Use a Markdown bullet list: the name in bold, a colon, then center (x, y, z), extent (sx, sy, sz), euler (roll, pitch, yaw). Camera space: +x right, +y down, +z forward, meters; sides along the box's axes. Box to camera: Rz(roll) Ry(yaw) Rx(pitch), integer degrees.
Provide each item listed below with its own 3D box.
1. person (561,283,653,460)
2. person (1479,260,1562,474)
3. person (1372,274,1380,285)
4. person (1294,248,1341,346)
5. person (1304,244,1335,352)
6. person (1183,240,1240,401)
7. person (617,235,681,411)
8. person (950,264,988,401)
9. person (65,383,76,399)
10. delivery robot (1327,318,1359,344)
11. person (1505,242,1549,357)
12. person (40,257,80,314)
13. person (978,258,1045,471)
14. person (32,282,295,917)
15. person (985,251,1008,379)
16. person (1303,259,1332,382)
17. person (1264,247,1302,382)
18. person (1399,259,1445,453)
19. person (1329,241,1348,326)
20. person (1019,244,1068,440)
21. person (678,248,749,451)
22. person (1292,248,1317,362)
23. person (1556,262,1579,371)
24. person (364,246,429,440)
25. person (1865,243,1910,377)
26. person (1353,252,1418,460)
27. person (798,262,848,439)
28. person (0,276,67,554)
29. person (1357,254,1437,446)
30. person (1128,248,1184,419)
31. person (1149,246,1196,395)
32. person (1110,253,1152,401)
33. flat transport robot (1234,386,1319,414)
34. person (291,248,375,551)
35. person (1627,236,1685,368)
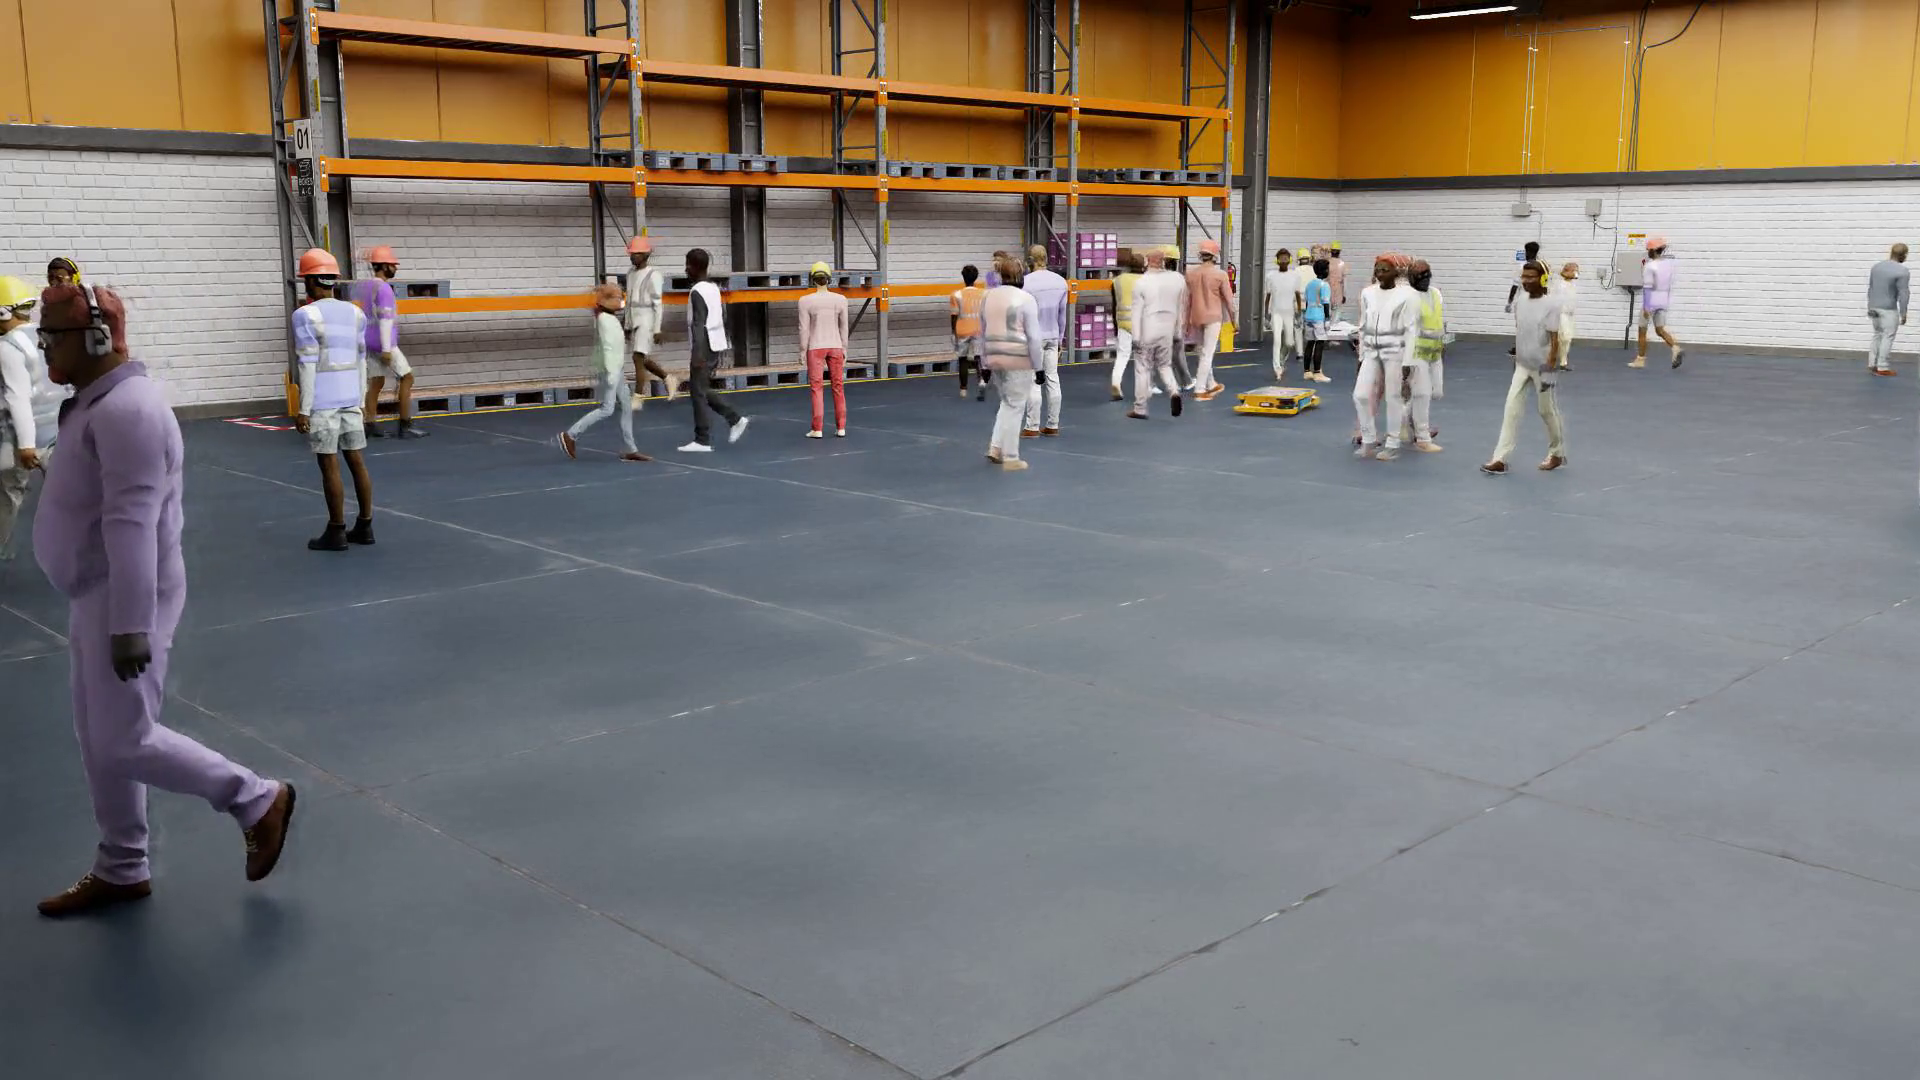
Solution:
- **person**: center (-3.175, -1.491, 14.848), extent (0.725, 1.608, 0.500), euler (0, 10, 0)
- **person**: center (4.870, -1.465, 14.144), extent (0.973, 1.819, 0.542), euler (-7, 12, -32)
- **person**: center (5.811, -2.969, 22.951), extent (0.507, 1.593, 0.849), euler (5, 12, 28)
- **person**: center (6.494, -4.445, 30.479), extent (0.946, 1.800, 0.494), euler (3, 11, 16)
- **person**: center (6.250, -4.218, 28.999), extent (0.677, 1.873, 0.806), euler (10, 14, 43)
- **person**: center (3.123, -2.708, 20.560), extent (0.624, 1.969, 0.784), euler (10, 14, 44)
- **person**: center (-3.624, -2.513, 19.295), extent (0.853, 2.022, 0.619), euler (-9, 14, -41)
- **person**: center (0.149, -2.547, 20.442), extent (0.540, 1.675, 0.773), euler (-2, 11, -10)
- **person**: center (-6.432, -1.008, 12.154), extent (0.313, 1.634, 0.512), euler (-9, 14, -40)
- **delivery robot**: center (6.772, -3.684, 29.432), extent (0.707, 0.478, 0.477), euler (1, 10, 8)
- **person**: center (9.293, -3.904, 27.179), extent (0.627, 1.916, 1.007), euler (-4, 11, -21)
- **person**: center (-6.818, -1.245, 12.855), extent (0.506, 1.859, 0.350), euler (0, 10, 2)
- **person**: center (0.455, -1.500, 14.333), extent (0.450, 1.830, 0.628), euler (-9, 14, -40)
- **person**: center (-2.444, 0.181, 4.965), extent (0.630, 1.889, 0.668), euler (-7, 13, -34)
- **person**: center (0.562, -3.192, 23.612), extent (0.900, 1.806, 0.579), euler (-9, 14, -41)
- **person**: center (4.956, -3.030, 23.010), extent (0.318, 1.694, 0.539), euler (-4, 11, -19)
- **person**: center (4.497, -3.142, 23.196), extent (0.527, 1.850, 0.606), euler (0, 10, 1)
- **person**: center (4.269, -1.726, 15.596), extent (0.661, 1.809, 0.591), euler (-8, 13, -36)
- **person**: center (7.099, -4.725, 31.697), extent (0.583, 1.907, 0.409), euler (5, 11, 24)
- **person**: center (0.782, -1.963, 16.543), extent (0.628, 1.935, 0.373), euler (-7, 13, -35)
- **person**: center (-2.352, -1.764, 15.560), extent (0.541, 1.903, 0.597), euler (1, 10, 3)
- **person**: center (5.493, -3.761, 26.657), extent (0.608, 1.810, 0.440), euler (1, 10, 6)
- **person**: center (9.021, -3.328, 24.819), extent (0.515, 1.618, 0.411), euler (-10, 14, -42)
- **person**: center (-5.619, -1.944, 16.488), extent (0.748, 1.908, 0.593), euler (-8, 13, -37)
- **person**: center (13.271, -3.284, 23.800), extent (0.462, 1.918, 0.680), euler (-2, 11, -13)
- **person**: center (3.790, -1.631, 14.912), extent (0.595, 1.862, 0.606), euler (-10, 14, -43)
- **person**: center (-1.369, -1.888, 16.613), extent (0.525, 1.759, 0.337), euler (-4, 11, -22)
- **person**: center (-5.471, -0.633, 9.681), extent (0.921, 1.782, 0.616), euler (0, 10, -3)
- **person**: center (4.215, -1.829, 16.069), extent (1.039, 1.845, 0.651), euler (-8, 13, -38)
- **person**: center (2.166, -2.243, 18.207), extent (0.684, 1.881, 0.619), euler (-4, 11, -21)
- **person**: center (2.698, -2.809, 21.291), extent (0.978, 1.873, 0.617), euler (-10, 14, -43)
- **person**: center (2.124, -2.618, 20.459), extent (0.627, 1.813, 0.850), euler (4, 11, 23)
- **flat transport robot**: center (3.673, -1.621, 19.211), extent (0.652, 0.197, 1.431), euler (5, 11, 24)
- **person**: center (-4.067, -0.898, 10.720), extent (0.376, 1.936, 0.549), euler (5, 12, 27)
- **person**: center (10.546, -3.571, 25.091), extent (0.617, 2.020, 0.826), euler (-5, 11, -24)
